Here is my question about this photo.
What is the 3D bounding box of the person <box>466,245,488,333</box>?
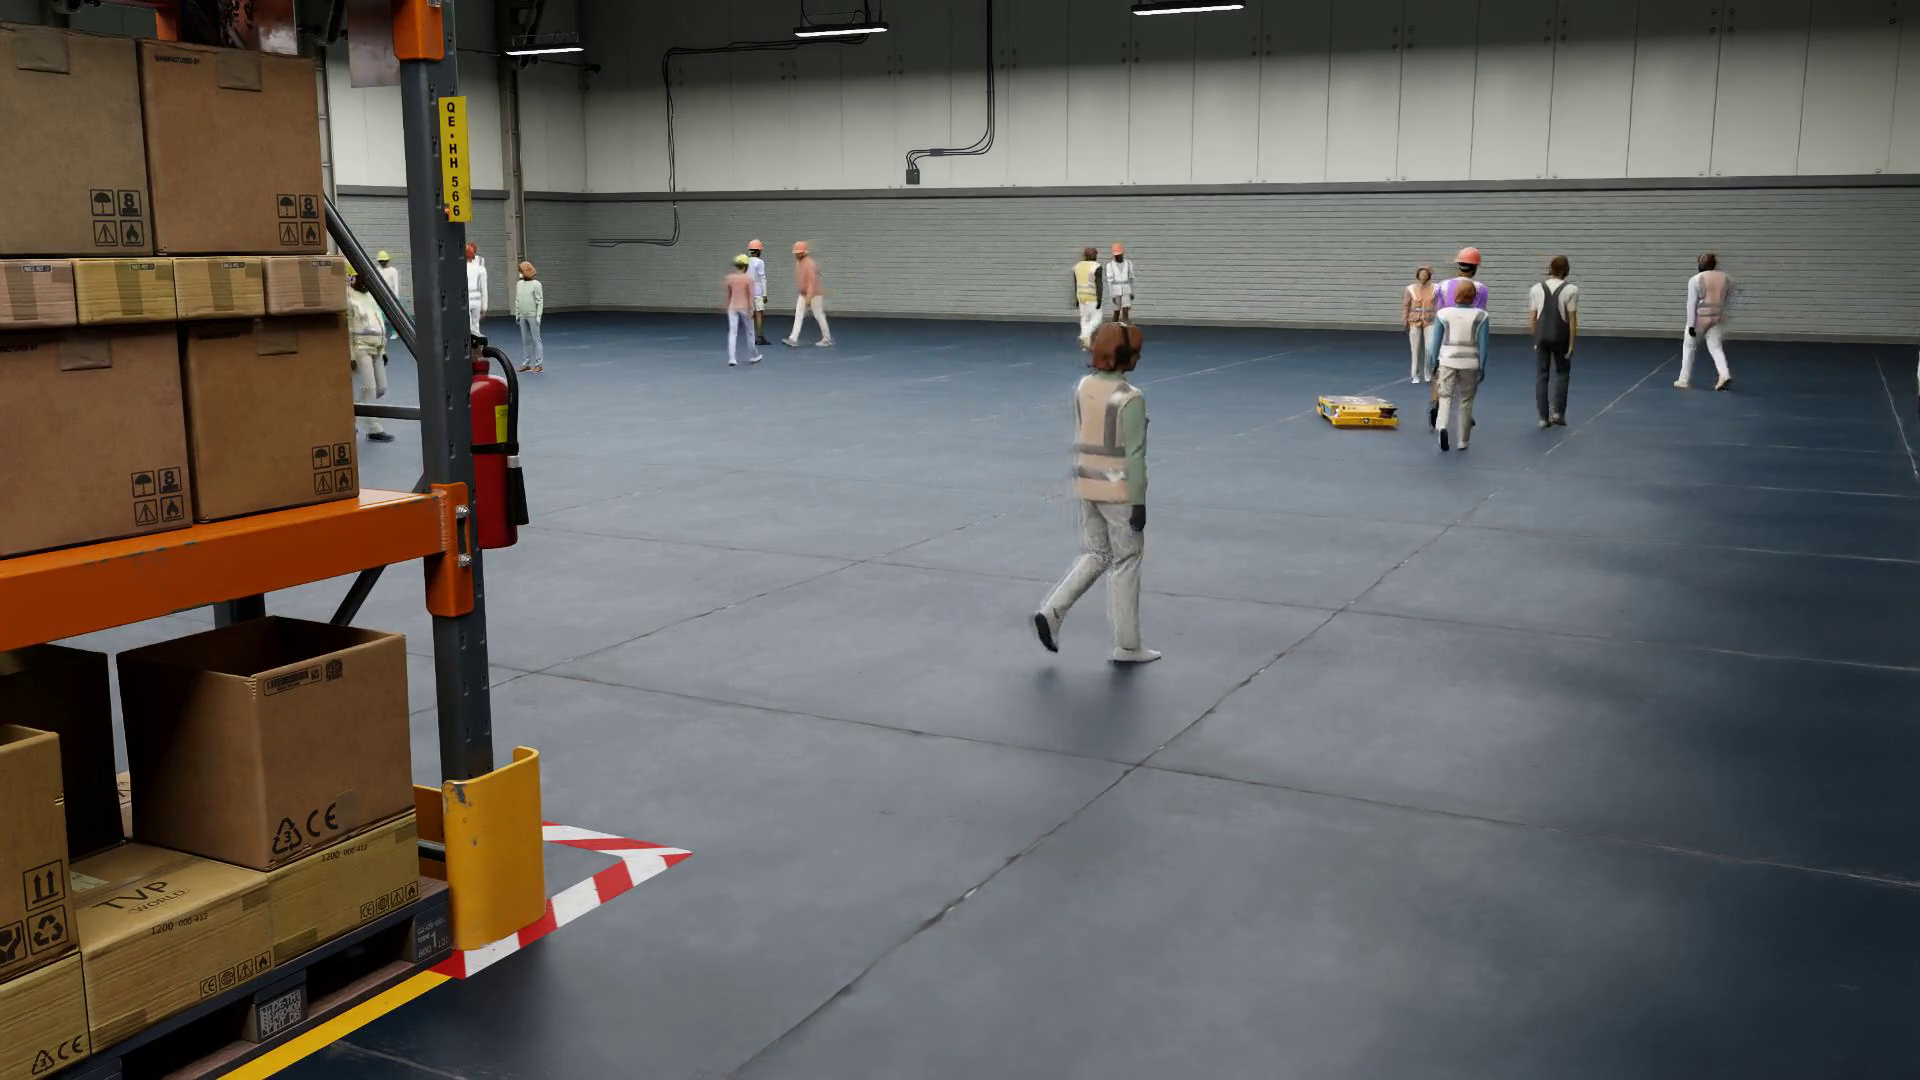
[{"bbox_3d":[-7.763,-3.720,26.297,0.598,1.865,0.455,-5,12,-26],"label":"person"}]

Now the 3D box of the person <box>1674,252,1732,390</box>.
[{"bbox_3d":[9.862,-2.882,21.918,0.624,1.810,0.893,-2,11,-10],"label":"person"}]

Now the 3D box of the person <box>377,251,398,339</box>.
[{"bbox_3d":[-11.093,-4.704,32.087,0.534,1.699,0.933,0,10,0],"label":"person"}]

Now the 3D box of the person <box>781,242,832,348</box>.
[{"bbox_3d":[-2.750,-4.425,30.055,1.112,1.900,0.622,-9,13,-39],"label":"person"}]

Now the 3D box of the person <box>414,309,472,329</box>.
[{"bbox_3d":[-5.625,-2.202,18.118,0.591,1.833,0.404,-4,11,-19],"label":"person"}]

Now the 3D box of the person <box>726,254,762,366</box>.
[{"bbox_3d":[-3.410,-3.596,26.025,0.536,1.715,0.905,3,11,16],"label":"person"}]

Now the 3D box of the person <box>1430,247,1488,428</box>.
[{"bbox_3d":[5.191,-2.093,17.340,0.557,1.911,0.858,7,13,35],"label":"person"}]

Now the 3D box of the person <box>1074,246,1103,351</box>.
[{"bbox_3d":[2.230,-4.194,28.987,0.629,1.831,0.531,10,14,44],"label":"person"}]

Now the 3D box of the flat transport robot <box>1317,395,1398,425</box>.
[{"bbox_3d":[4.315,-1.422,18.127,0.652,0.197,1.431,1,10,4],"label":"flat transport robot"}]

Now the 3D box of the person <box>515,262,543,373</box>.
[{"bbox_3d":[-6.384,-3.296,24.626,0.497,1.633,0.279,6,12,30],"label":"person"}]

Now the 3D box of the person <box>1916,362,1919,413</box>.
[{"bbox_3d":[6.789,-0.988,11.157,0.648,1.954,0.921,7,13,35],"label":"person"}]

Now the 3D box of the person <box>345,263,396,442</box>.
[{"bbox_3d":[-5.872,-1.862,16.298,0.611,1.818,0.607,2,11,11],"label":"person"}]

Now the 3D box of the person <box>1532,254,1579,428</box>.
[{"bbox_3d":[6.279,-2.095,17.581,0.498,1.822,0.576,7,12,32],"label":"person"}]

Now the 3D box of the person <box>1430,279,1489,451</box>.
[{"bbox_3d":[4.647,-1.616,15.531,0.522,1.619,0.700,4,11,23],"label":"person"}]

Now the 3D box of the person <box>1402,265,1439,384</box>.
[{"bbox_3d":[6.291,-2.918,22.596,0.561,1.619,0.399,3,11,16],"label":"person"}]

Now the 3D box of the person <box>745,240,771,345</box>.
[{"bbox_3d":[-3.766,-4.566,30.718,0.543,1.939,0.361,8,13,36],"label":"person"}]

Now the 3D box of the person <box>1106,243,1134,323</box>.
[{"bbox_3d":[3.067,-4.722,31.798,0.568,1.874,0.837,-1,10,-4],"label":"person"}]

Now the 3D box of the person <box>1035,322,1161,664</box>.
[{"bbox_3d":[0.676,-0.203,7.765,0.549,1.623,0.530,-6,12,-28],"label":"person"}]

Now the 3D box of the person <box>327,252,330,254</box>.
[{"bbox_3d":[-9.764,-3.583,25.401,0.381,1.922,0.593,-3,11,-18],"label":"person"}]

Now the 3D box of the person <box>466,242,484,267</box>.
[{"bbox_3d":[-10.933,-5.741,37.317,0.582,1.868,0.553,-7,12,-32],"label":"person"}]
